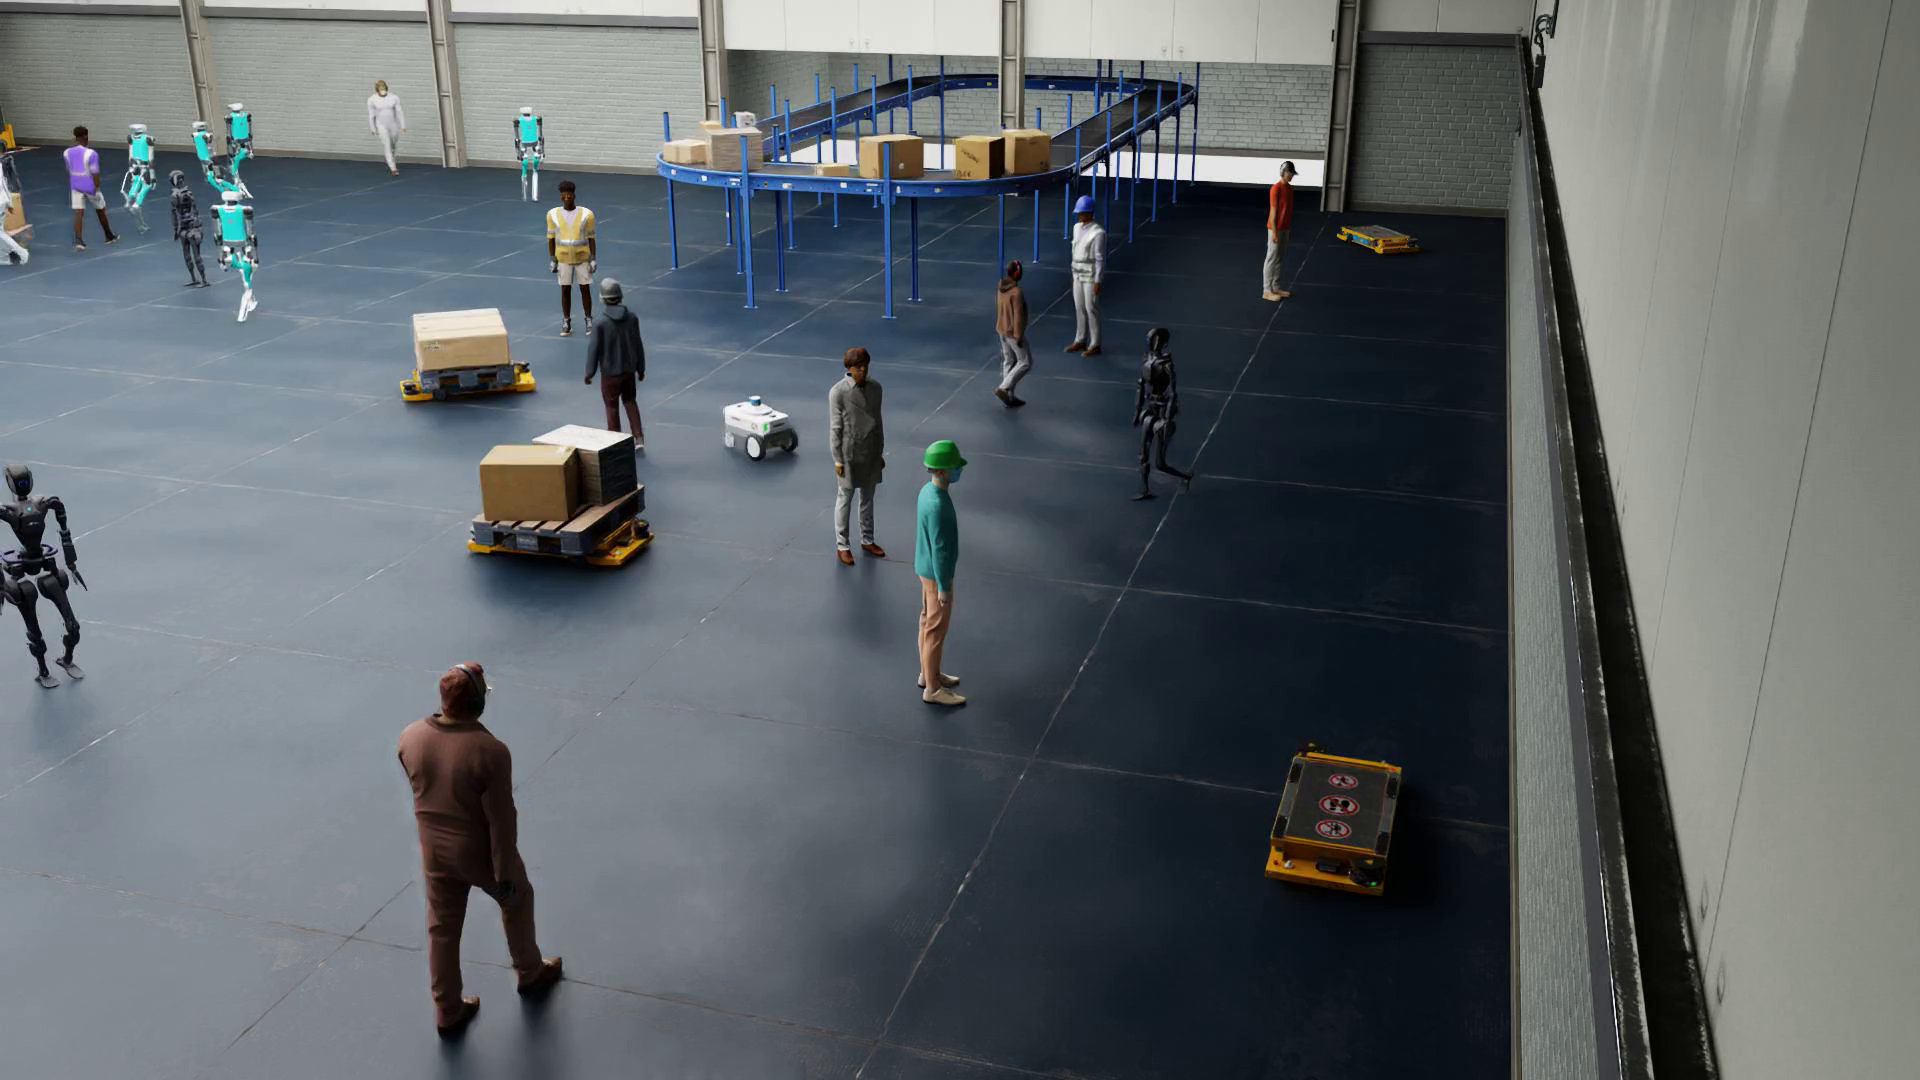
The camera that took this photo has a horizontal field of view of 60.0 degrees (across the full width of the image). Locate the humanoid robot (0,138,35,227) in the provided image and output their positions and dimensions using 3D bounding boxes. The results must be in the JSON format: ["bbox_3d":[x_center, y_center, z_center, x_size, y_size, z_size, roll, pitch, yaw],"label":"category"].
[{"bbox_3d":[-15.462,-5.700,27.048,0.600,1.627,0.800,9,23,22],"label":"humanoid robot"}]

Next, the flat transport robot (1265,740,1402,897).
[{"bbox_3d":[2.256,1.638,9.928,0.659,0.231,1.431,7,22,17],"label":"flat transport robot"}]

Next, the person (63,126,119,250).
[{"bbox_3d":[-13.918,-5.599,26.452,0.606,1.909,1.027,2,21,4],"label":"person"}]

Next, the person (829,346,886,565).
[{"bbox_3d":[-0.841,-0.712,13.854,0.503,1.833,0.364,-14,25,-31],"label":"person"}]

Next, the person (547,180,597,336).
[{"bbox_3d":[-4.905,-3.572,21.087,0.605,1.965,0.368,-3,21,-9],"label":"person"}]

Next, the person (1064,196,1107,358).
[{"bbox_3d":[1.531,-3.191,20.129,0.405,1.944,0.605,-11,24,-27],"label":"person"}]

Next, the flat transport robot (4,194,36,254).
[{"bbox_3d":[-15.135,-4.490,25.822,0.659,0.231,1.431,-3,21,-8],"label":"flat transport robot"}]

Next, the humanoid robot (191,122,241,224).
[{"bbox_3d":[-12.545,-6.218,28.286,0.548,1.801,0.757,18,27,39],"label":"humanoid robot"}]

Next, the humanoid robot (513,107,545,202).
[{"bbox_3d":[-7.890,-6.988,30.419,0.545,1.883,0.754,-10,23,-25],"label":"humanoid robot"}]

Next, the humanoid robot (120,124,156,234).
[{"bbox_3d":[-13.723,-5.966,27.639,0.539,1.791,0.809,8,22,20],"label":"humanoid robot"}]

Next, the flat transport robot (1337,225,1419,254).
[{"bbox_3d":[6.703,-4.827,26.698,0.659,0.231,1.431,-6,22,-16],"label":"flat transport robot"}]

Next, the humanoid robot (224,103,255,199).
[{"bbox_3d":[-13.433,-7.195,30.830,0.907,1.776,0.543,12,24,29],"label":"humanoid robot"}]

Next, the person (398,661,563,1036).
[{"bbox_3d":[-2.352,1.464,8.146,0.654,1.875,0.845,7,22,18],"label":"person"}]

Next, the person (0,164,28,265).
[{"bbox_3d":[-14.470,-5.031,24.996,0.719,1.881,0.633,4,21,9],"label":"person"}]

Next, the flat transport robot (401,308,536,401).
[{"bbox_3d":[-5.573,-1.798,18.840,1.431,0.231,0.659,-7,22,-18],"label":"flat transport robot"}]

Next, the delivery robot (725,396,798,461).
[{"bbox_3d":[-2.029,-1.133,16.741,0.805,0.612,0.499,20,29,41],"label":"delivery robot"}]

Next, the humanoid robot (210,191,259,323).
[{"bbox_3d":[-9.452,-3.753,21.954,0.550,1.775,1.035,-2,21,-6],"label":"humanoid robot"}]

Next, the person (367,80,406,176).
[{"bbox_3d":[-11.600,-8.345,33.594,0.654,1.894,0.960,-13,25,-31],"label":"person"}]

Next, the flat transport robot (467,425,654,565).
[{"bbox_3d":[-3.419,-0.035,14.269,1.431,0.231,0.659,6,22,14],"label":"flat transport robot"}]

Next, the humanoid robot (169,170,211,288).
[{"bbox_3d":[-11.013,-4.438,23.725,0.611,1.653,0.311,13,24,29],"label":"humanoid robot"}]

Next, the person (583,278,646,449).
[{"bbox_3d":[-3.400,-1.694,16.438,0.588,1.804,0.422,-16,26,-36],"label":"person"}]

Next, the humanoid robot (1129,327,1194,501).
[{"bbox_3d":[1.864,-1.166,15.263,0.598,1.631,0.609,-11,24,-26],"label":"humanoid robot"}]

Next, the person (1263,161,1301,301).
[{"bbox_3d":[4.464,-4.282,23.012,0.417,1.907,0.476,16,26,35],"label":"person"}]

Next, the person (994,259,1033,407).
[{"bbox_3d":[0.578,-2.227,18.028,0.387,1.637,0.479,-11,23,-25],"label":"person"}]

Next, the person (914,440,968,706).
[{"bbox_3d":[-0.129,0.213,11.394,0.360,1.872,0.528,-2,21,-6],"label":"person"}]

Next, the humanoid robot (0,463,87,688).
[{"bbox_3d":[-6.443,0.247,11.580,0.375,1.642,0.609,17,27,37],"label":"humanoid robot"}]
